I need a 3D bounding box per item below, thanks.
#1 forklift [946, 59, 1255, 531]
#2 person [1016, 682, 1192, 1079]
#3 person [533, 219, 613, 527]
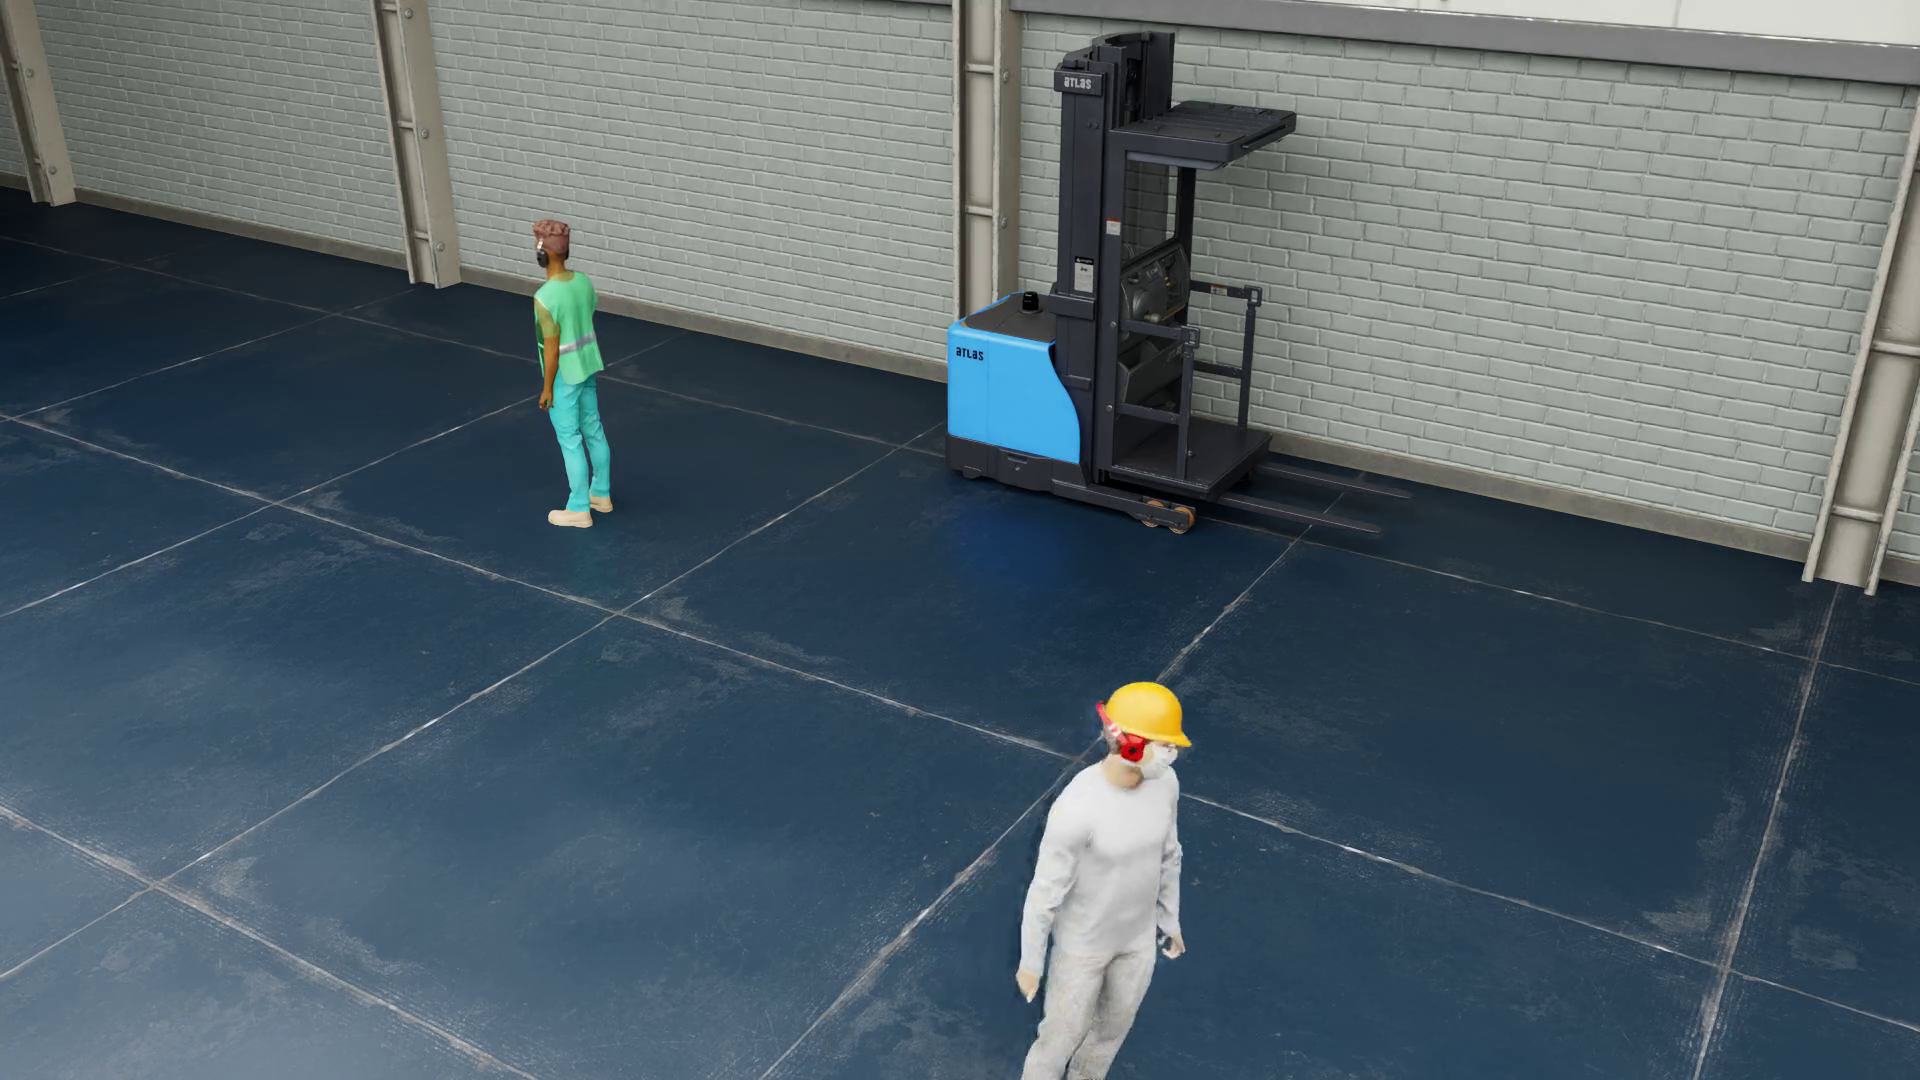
[{"bbox_3d":[0.933,-1.707,10.833,1.873,2.768,1.129,15,29,28],"label":"forklift"},{"bbox_3d":[0.456,1.331,5.597,0.674,1.861,0.359,-16,30,-30],"label":"person"},{"bbox_3d":[-2.448,-1.031,10.444,0.403,1.978,0.482,11,27,22],"label":"person"}]
